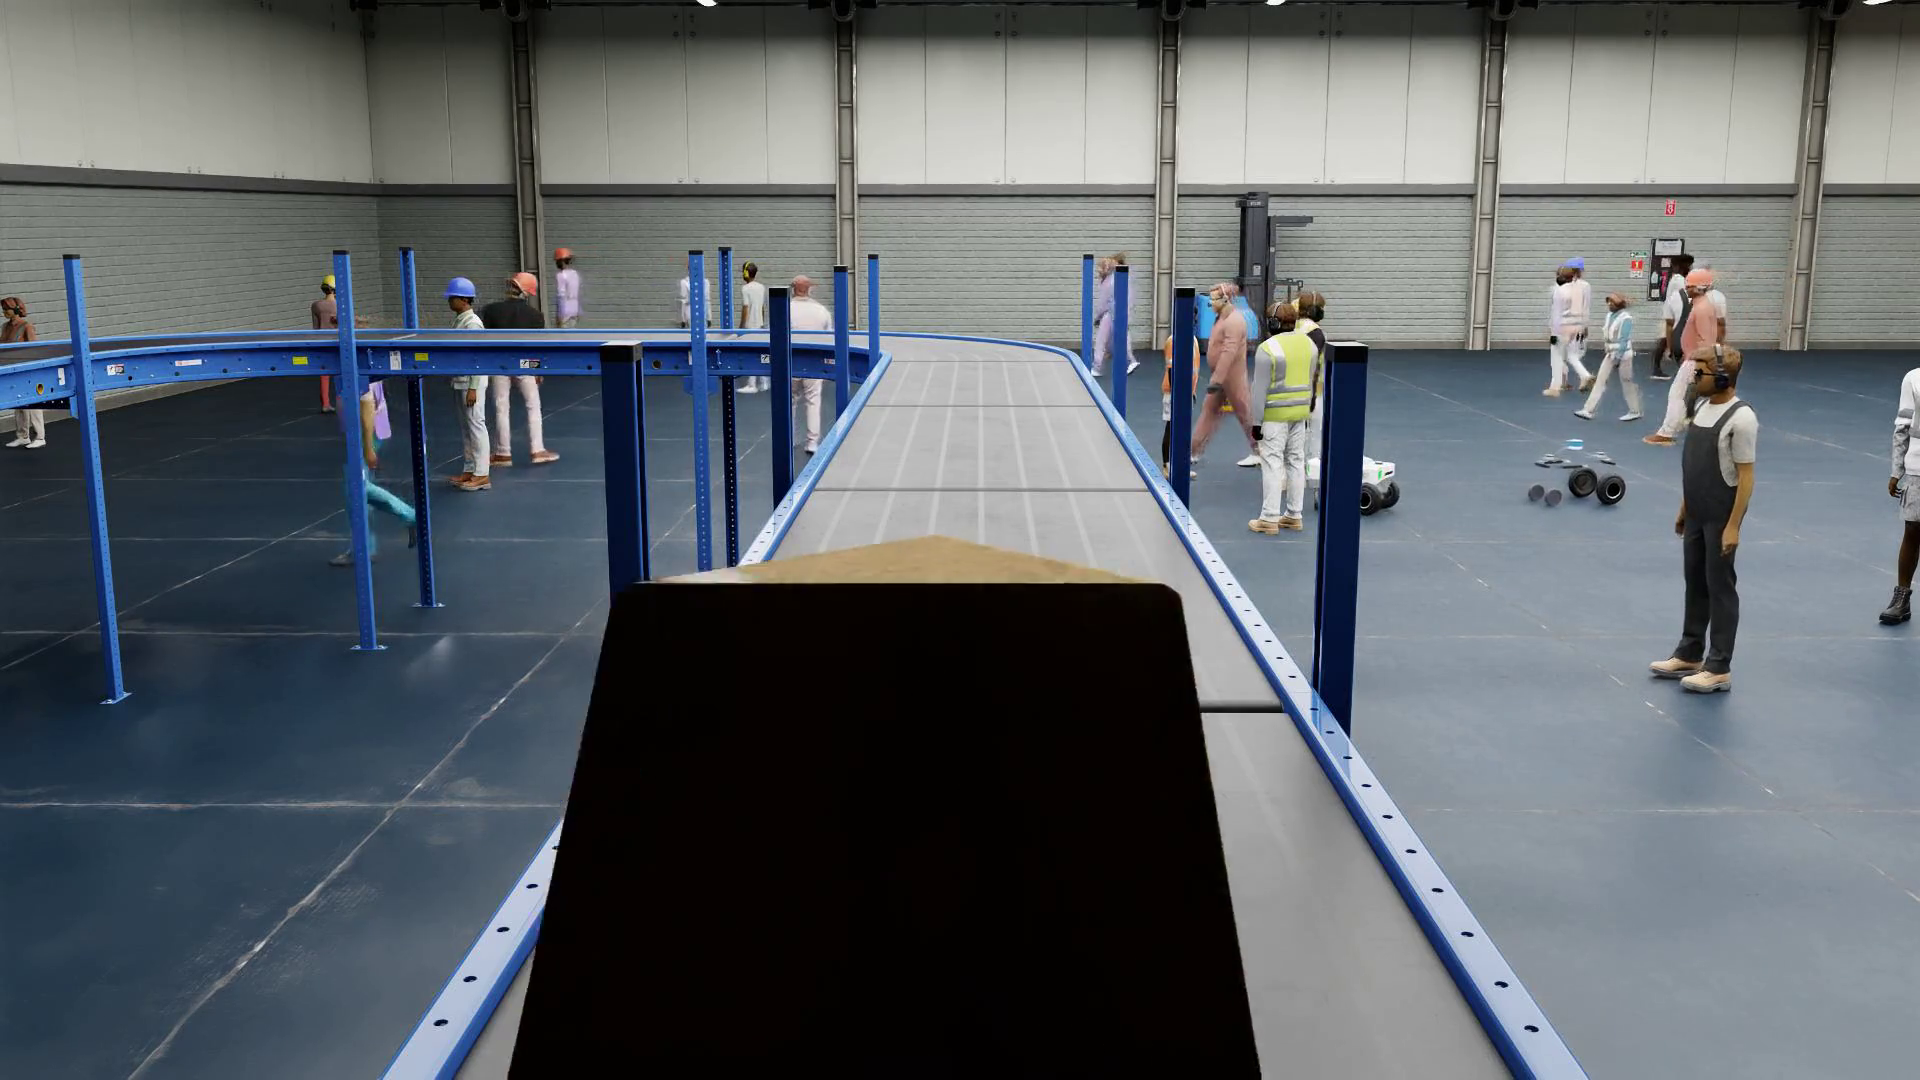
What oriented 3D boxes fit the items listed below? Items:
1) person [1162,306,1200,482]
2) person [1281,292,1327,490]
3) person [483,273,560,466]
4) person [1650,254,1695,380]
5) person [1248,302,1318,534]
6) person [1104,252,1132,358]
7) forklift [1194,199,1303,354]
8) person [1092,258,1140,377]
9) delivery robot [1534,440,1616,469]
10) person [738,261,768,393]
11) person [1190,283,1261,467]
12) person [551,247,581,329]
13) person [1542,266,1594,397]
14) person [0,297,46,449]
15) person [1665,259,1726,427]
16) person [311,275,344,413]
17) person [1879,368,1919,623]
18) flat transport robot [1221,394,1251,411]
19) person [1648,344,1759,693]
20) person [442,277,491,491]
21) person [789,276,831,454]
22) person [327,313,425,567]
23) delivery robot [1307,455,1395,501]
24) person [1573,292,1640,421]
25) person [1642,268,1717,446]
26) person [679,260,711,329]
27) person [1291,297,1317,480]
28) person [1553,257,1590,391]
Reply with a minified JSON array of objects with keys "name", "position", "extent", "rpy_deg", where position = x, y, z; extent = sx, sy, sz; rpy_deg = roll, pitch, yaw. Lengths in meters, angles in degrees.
[{"name":"person","position":[2.107,-1.410,15.848],"extent":[0.322,1.699,0.536],"rpy_deg":[7,13,31]},{"name":"person","position":[3.288,-1.366,15.310],"extent":[0.764,1.815,0.646],"rpy_deg":[-3,11,-16]},{"name":"person","position":[-4.504,-1.716,16.816],"extent":[0.744,1.943,0.402],"rpy_deg":[-4,12,-20]},{"name":"person","position":[11.171,-3.426,25.616],"extent":[0.960,1.921,0.633],"rpy_deg":[1,11,6]},{"name":"person","position":[2.563,-0.982,13.325],"extent":[0.619,1.835,0.430],"rpy_deg":[-7,13,-31]},{"name":"person","position":[2.785,-4.106,29.231],"extent":[0.595,1.888,0.709],"rpy_deg":[0,11,0]},{"name":"forklift","position":[5.313,-4.851,30.603],"extent":[1.873,2.768,1.129],"rpy_deg":[0,11,1]},{"name":"person","position":[2.416,-3.512,26.268],"extent":[0.922,1.864,0.657],"rpy_deg":[-1,11,-4]},{"name":"delivery robot","position":[5.453,-0.773,14.725],"extent":[0.698,0.223,0.335],"rpy_deg":[-3,11,-13]},{"name":"person","position":[-2.988,-3.048,23.833],"extent":[0.320,1.873,0.527],"rpy_deg":[6,13,28]},{"name":"person","position":[2.642,-1.649,16.722],"extent":[1.034,1.839,0.649],"rpy_deg":[-1,11,-5]},{"name":"person","position":[-6.190,-3.620,26.367],"extent":[0.583,2.028,0.621],"rpy_deg":[3,11,14]},{"name":"person","position":[8.511,-2.908,23.228],"extent":[0.640,1.825,0.598],"rpy_deg":[-8,14,-36]},{"name":"person","position":[-10.225,-1.819,18.107],"extent":[0.524,1.639,0.306],"rpy_deg":[5,12,25]},{"name":"person","position":[8.679,-2.307,19.691],"extent":[0.827,2.000,0.689],"rpy_deg":[-8,14,-37]},{"name":"person","position":[-8.044,-2.508,21.351],"extent":[0.518,1.757,0.337],"rpy_deg":[2,11,8]},{"name":"person","position":[5.979,-0.421,10.154],"extent":[0.553,1.935,0.362],"rpy_deg":[10,15,41]},{"name":"flat transport robot","position":[4.028,-1.725,21.259],"extent":[0.652,0.197,1.431],"rpy_deg":[-8,14,-36]},{"name":"person","position":[3.994,-0.120,8.857],"extent":[0.347,1.841,0.505],"rpy_deg":[-1,11,-7]},{"name":"person","position":[-4.557,-1.447,15.395],"extent":[0.380,1.951,0.605],"rpy_deg":[-7,13,-30]},{"name":"person","position":[-1.718,-1.882,17.843],"extent":[0.675,1.859,0.985],"rpy_deg":[-4,12,-19]},{"name":"person","position":[-4.265,-0.733,12.041],"extent":[0.633,1.824,0.579],"rpy_deg":[-4,12,-19]},{"name":"delivery robot","position":[3.379,-0.580,14.404],"extent":[0.707,0.478,0.477],"rpy_deg":[8,14,36]},{"name":"person","position":[8.027,-2.245,20.411],"extent":[0.864,1.584,0.561],"rpy_deg":[-2,11,-11]},{"name":"person","position":[8.148,-1.997,18.241],"extent":[1.004,1.955,0.622],"rpy_deg":[6,12,27]},{"name":"person","position":[-4.225,-3.553,26.327],"extent":[0.552,1.916,0.783],"rpy_deg":[-11,15,-43]},{"name":"person","position":[3.227,-1.441,15.904],"extent":[0.490,1.741,0.322],"rpy_deg":[3,11,14]},{"name":"person","position":[8.756,-3.095,23.905],"extent":[0.501,1.930,0.626],"rpy_deg":[-7,13,-31]}]
